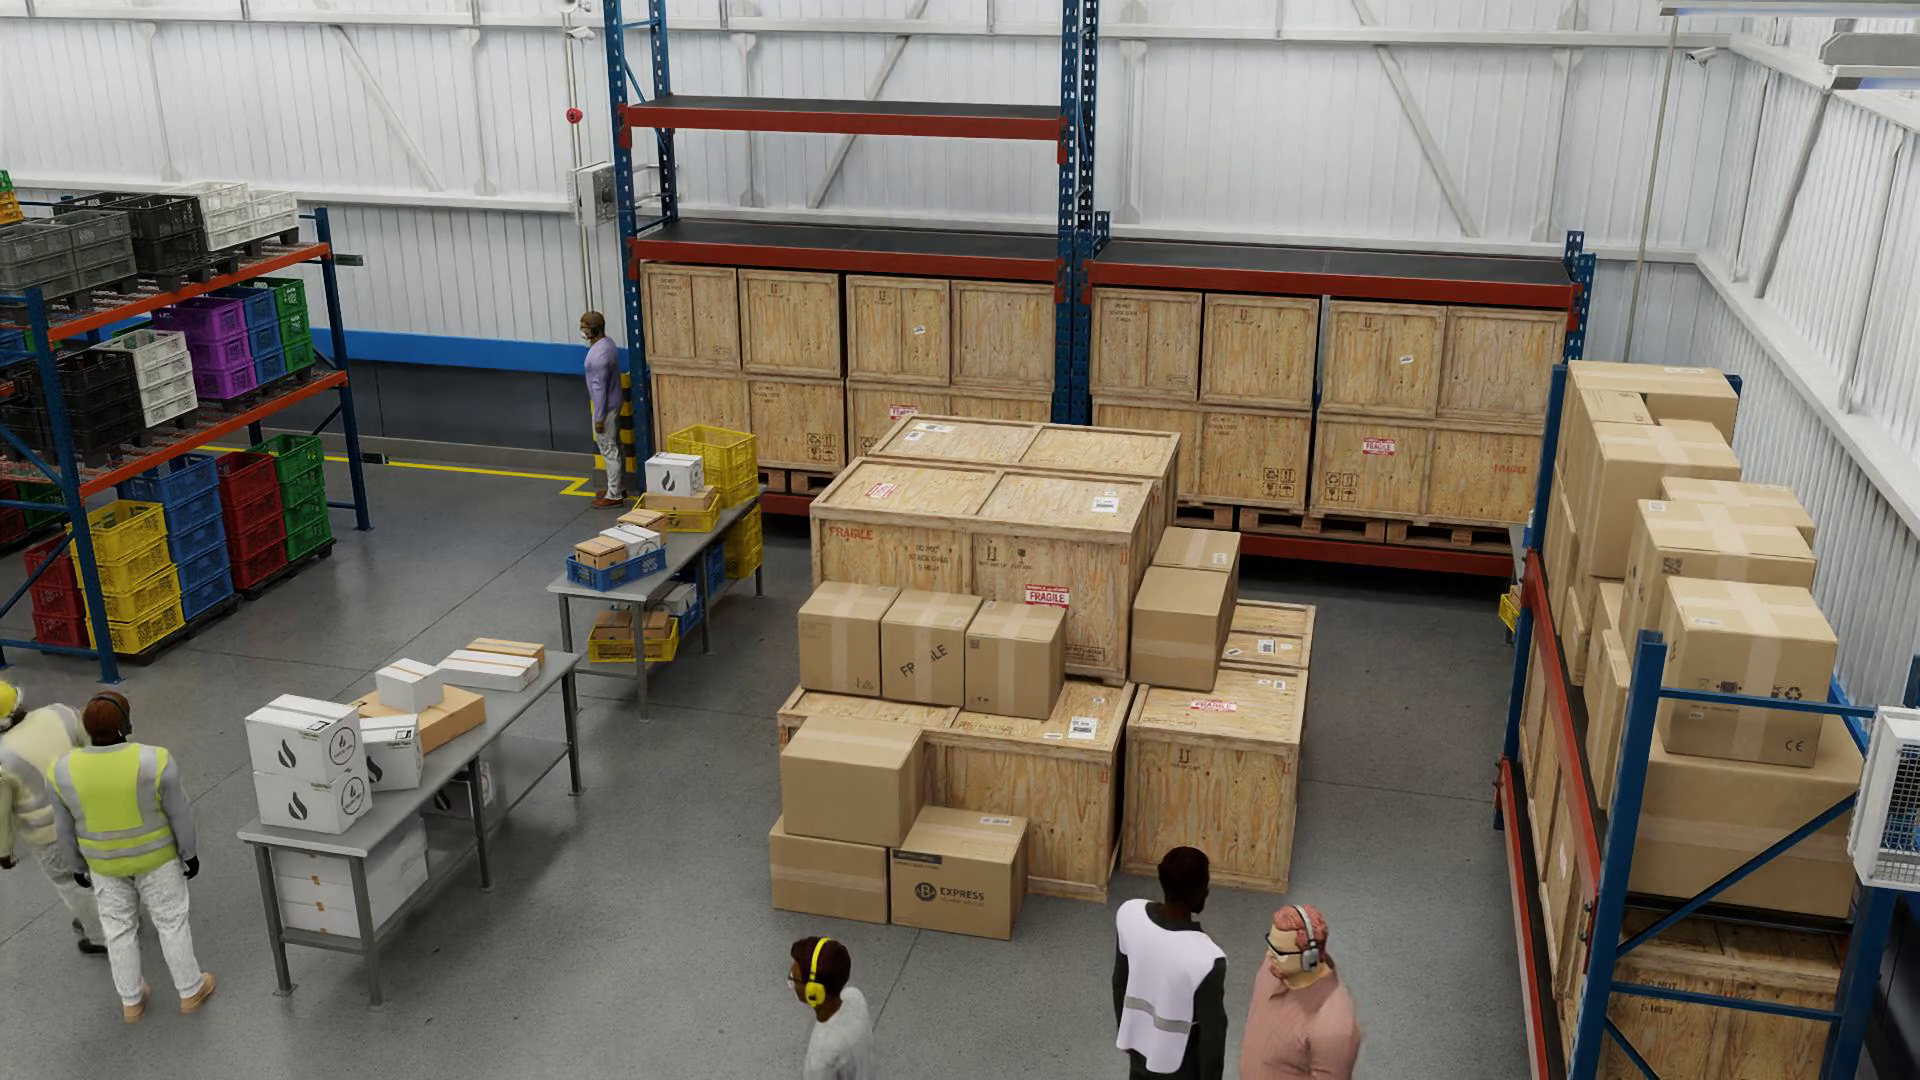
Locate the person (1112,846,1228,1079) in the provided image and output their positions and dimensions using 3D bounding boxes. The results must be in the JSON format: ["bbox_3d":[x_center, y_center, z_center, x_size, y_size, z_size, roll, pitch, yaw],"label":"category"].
[{"bbox_3d":[0.878,2.162,7.062,0.399,1.920,0.590,-16,26,-35],"label":"person"}]

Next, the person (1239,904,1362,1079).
[{"bbox_3d":[1.317,2.305,6.714,0.405,1.901,0.642,-5,21,-12],"label":"person"}]

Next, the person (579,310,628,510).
[{"bbox_3d":[-3.416,-1.261,16.003,0.368,1.933,0.626,-1,21,-3],"label":"person"}]

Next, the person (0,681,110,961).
[{"bbox_3d":[-4.919,1.506,8.978,0.515,1.773,0.663,6,22,14],"label":"person"}]

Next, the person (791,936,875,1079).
[{"bbox_3d":[-0.479,2.387,6.561,0.351,1.863,0.514,4,21,11],"label":"person"}]

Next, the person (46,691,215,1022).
[{"bbox_3d":[-4.252,1.626,8.569,0.636,1.842,0.429,-4,21,-11],"label":"person"}]
